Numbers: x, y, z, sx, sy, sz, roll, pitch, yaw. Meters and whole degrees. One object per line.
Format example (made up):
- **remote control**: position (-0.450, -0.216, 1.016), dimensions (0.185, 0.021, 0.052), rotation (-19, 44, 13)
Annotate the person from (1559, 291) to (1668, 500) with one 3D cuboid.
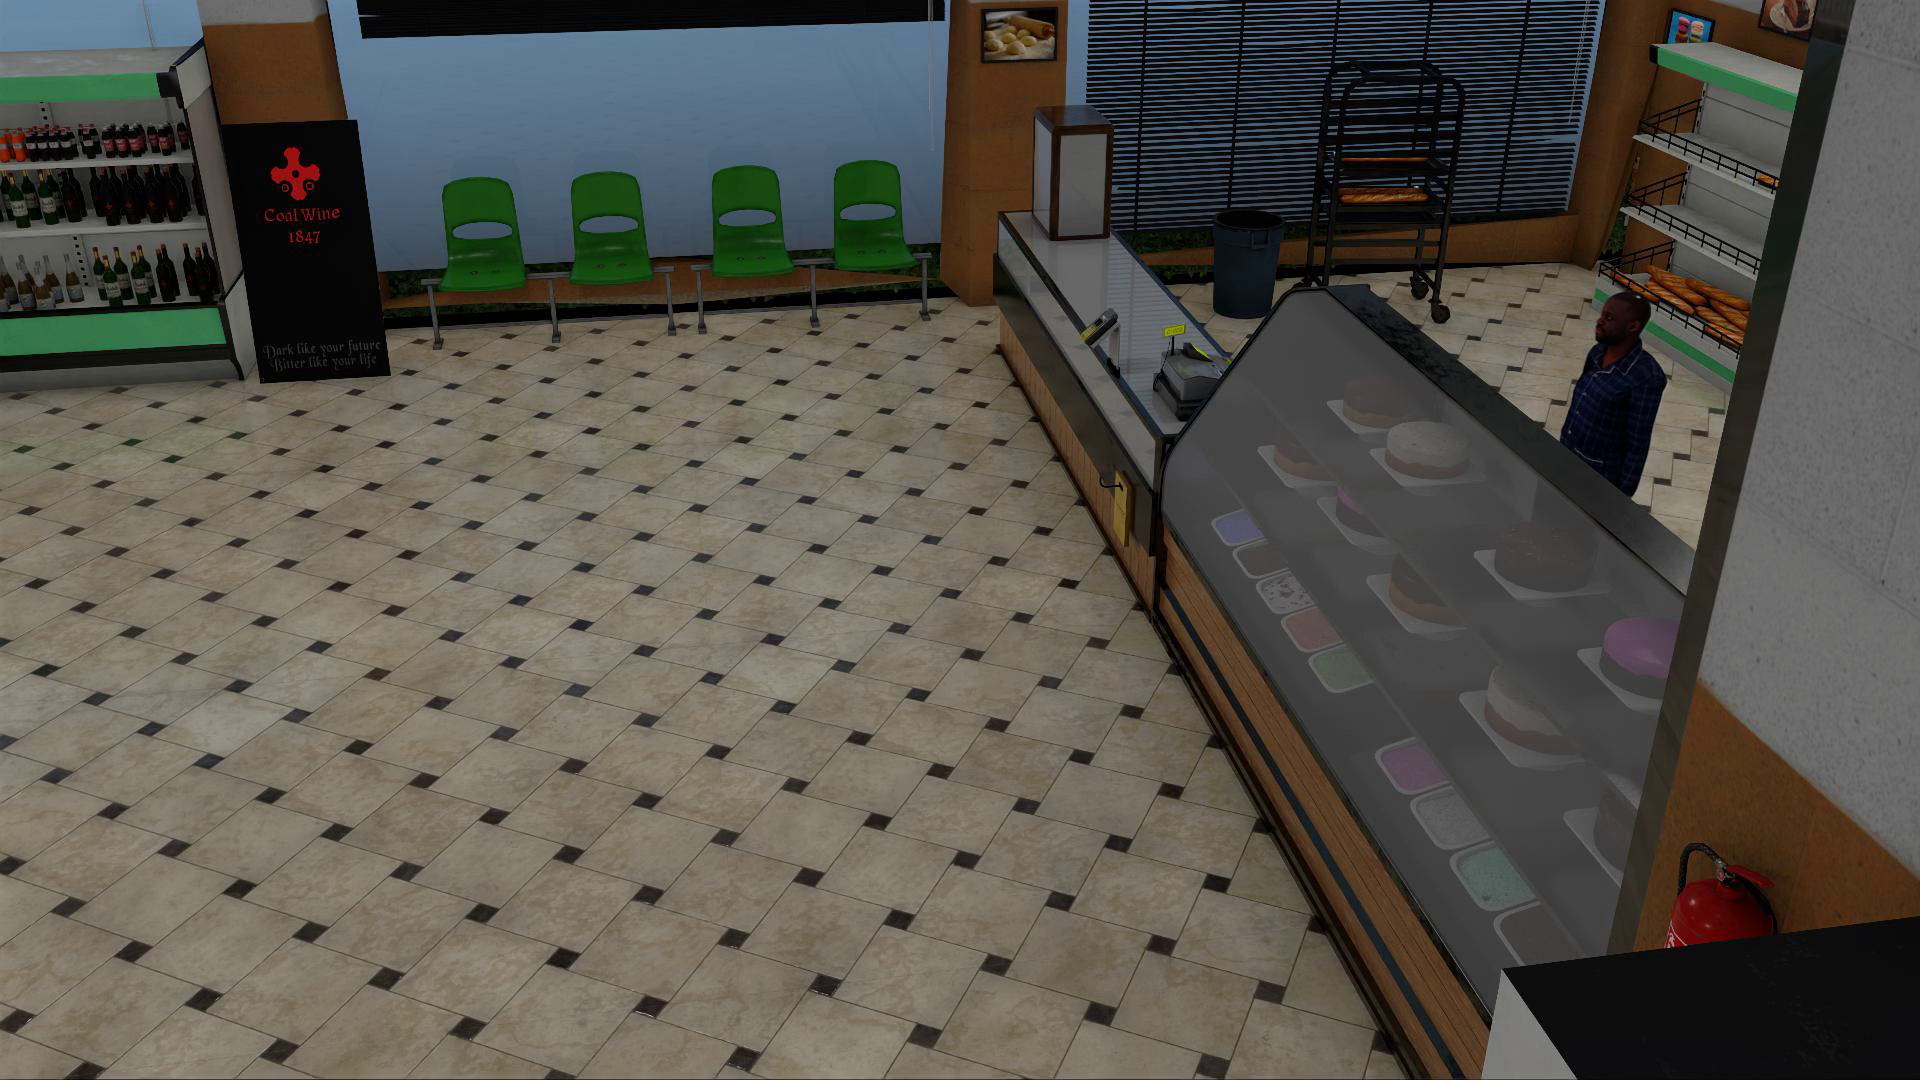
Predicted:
- **person**: position (2.934, -0.279, 7.677), dimensions (0.583, 1.824, 0.659), rotation (-5, 27, -9)
